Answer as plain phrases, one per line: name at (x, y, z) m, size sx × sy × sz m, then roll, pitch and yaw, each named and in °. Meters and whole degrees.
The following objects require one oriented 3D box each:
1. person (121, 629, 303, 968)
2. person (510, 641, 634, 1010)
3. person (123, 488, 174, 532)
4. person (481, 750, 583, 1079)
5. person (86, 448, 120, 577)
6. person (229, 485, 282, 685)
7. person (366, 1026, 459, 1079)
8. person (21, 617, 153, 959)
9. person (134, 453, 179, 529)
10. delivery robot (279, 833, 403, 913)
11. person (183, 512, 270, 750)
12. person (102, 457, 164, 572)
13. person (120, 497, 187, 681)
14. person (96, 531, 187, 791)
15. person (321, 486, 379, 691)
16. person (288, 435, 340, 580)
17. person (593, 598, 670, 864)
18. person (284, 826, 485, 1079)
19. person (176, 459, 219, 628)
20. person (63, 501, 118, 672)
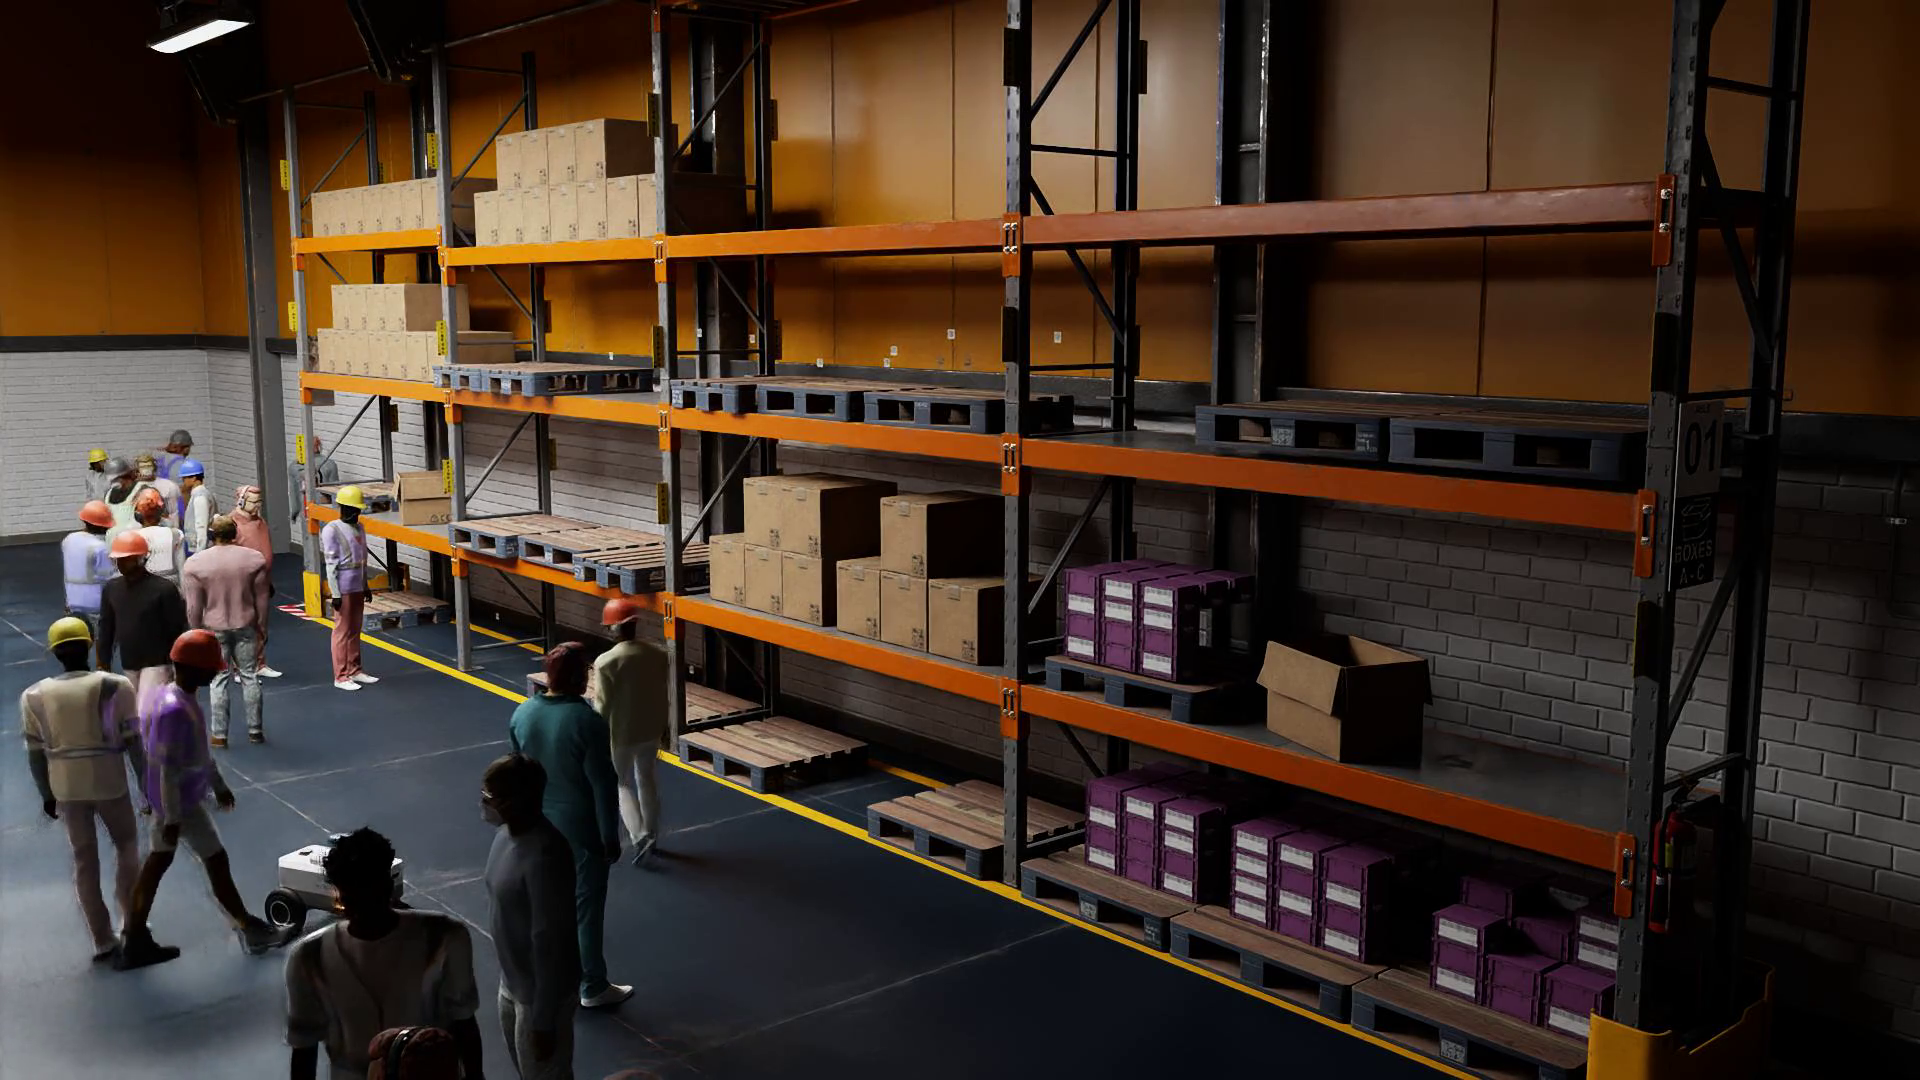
person at (-4.162, 1.409, 9.098) m, size 0.961 × 1.865 × 0.532 m, roll -4°, pitch 9°, yaw -27°
person at (-2.000, 1.468, 8.610) m, size 0.641 × 1.908 × 0.407 m, roll 5°, pitch 9°, yaw 29°
person at (-8.209, 0.342, 16.959) m, size 0.327 × 1.752 × 0.561 m, roll 4°, pitch 9°, yaw 26°
person at (-1.661, 1.758, 6.501) m, size 0.359 × 1.936 × 0.629 m, roll -5°, pitch 9°, yaw -30°
person at (-11.206, -0.340, 21.790) m, size 0.493 × 1.728 × 0.324 m, roll 0°, pitch 8°, yaw 2°
person at (-6.770, 0.421, 15.898) m, size 0.407 × 1.905 × 0.638 m, roll 1°, pitch 8°, yaw 9°
person at (-1.305, 2.122, 4.121) m, size 0.403 × 1.895 × 0.647 m, roll 1°, pitch 8°, yaw 8°
person at (-4.848, 1.376, 9.321) m, size 0.674 × 1.877 × 0.581 m, roll -2°, pitch 8°, yaw -14°
person at (-9.152, -0.016, 18.809) m, size 0.629 × 1.940 × 0.378 m, roll -5°, pitch 10°, yaw -32°
delivery robot at (-3.583, 1.946, 9.634) m, size 0.707 × 0.478 × 0.477 m, roll 4°, pitch 9°, yaw 23°
person at (-5.976, 0.736, 13.587) m, size 0.639 × 1.938 × 0.384 m, roll -6°, pitch 10°, yaw -34°
person at (-8.905, 0.068, 17.874) m, size 0.722 × 2.000 × 0.546 m, roll 3°, pitch 9°, yaw 21°
person at (-7.353, 0.538, 15.203) m, size 0.579 × 1.879 × 0.360 m, roll -8°, pitch 11°, yaw -43°
person at (-6.030, 0.911, 12.251) m, size 0.618 × 1.975 × 0.596 m, roll 3°, pitch 9°, yaw 17°
person at (-5.743, 0.442, 15.679) m, size 0.376 × 1.923 × 0.585 m, roll 2°, pitch 8°, yaw 11°
person at (-8.408, -0.410, 21.753) m, size 0.706 × 1.906 × 0.411 m, roll 0°, pitch 8°, yaw -1°
person at (-2.105, 1.239, 10.813) m, size 0.605 × 1.727 × 0.494 m, roll -8°, pitch 11°, yaw -43°
person at (-1.892, 1.893, 5.544) m, size 0.654 × 1.950 × 0.442 m, roll -2°, pitch 8°, yaw -13°
person at (-8.281, 0.085, 18.147) m, size 0.418 × 1.933 × 0.620 m, roll -4°, pitch 9°, yaw -24°
person at (-7.811, 0.573, 14.957) m, size 0.624 × 1.879 × 0.387 m, roll 3°, pitch 9°, yaw 22°
